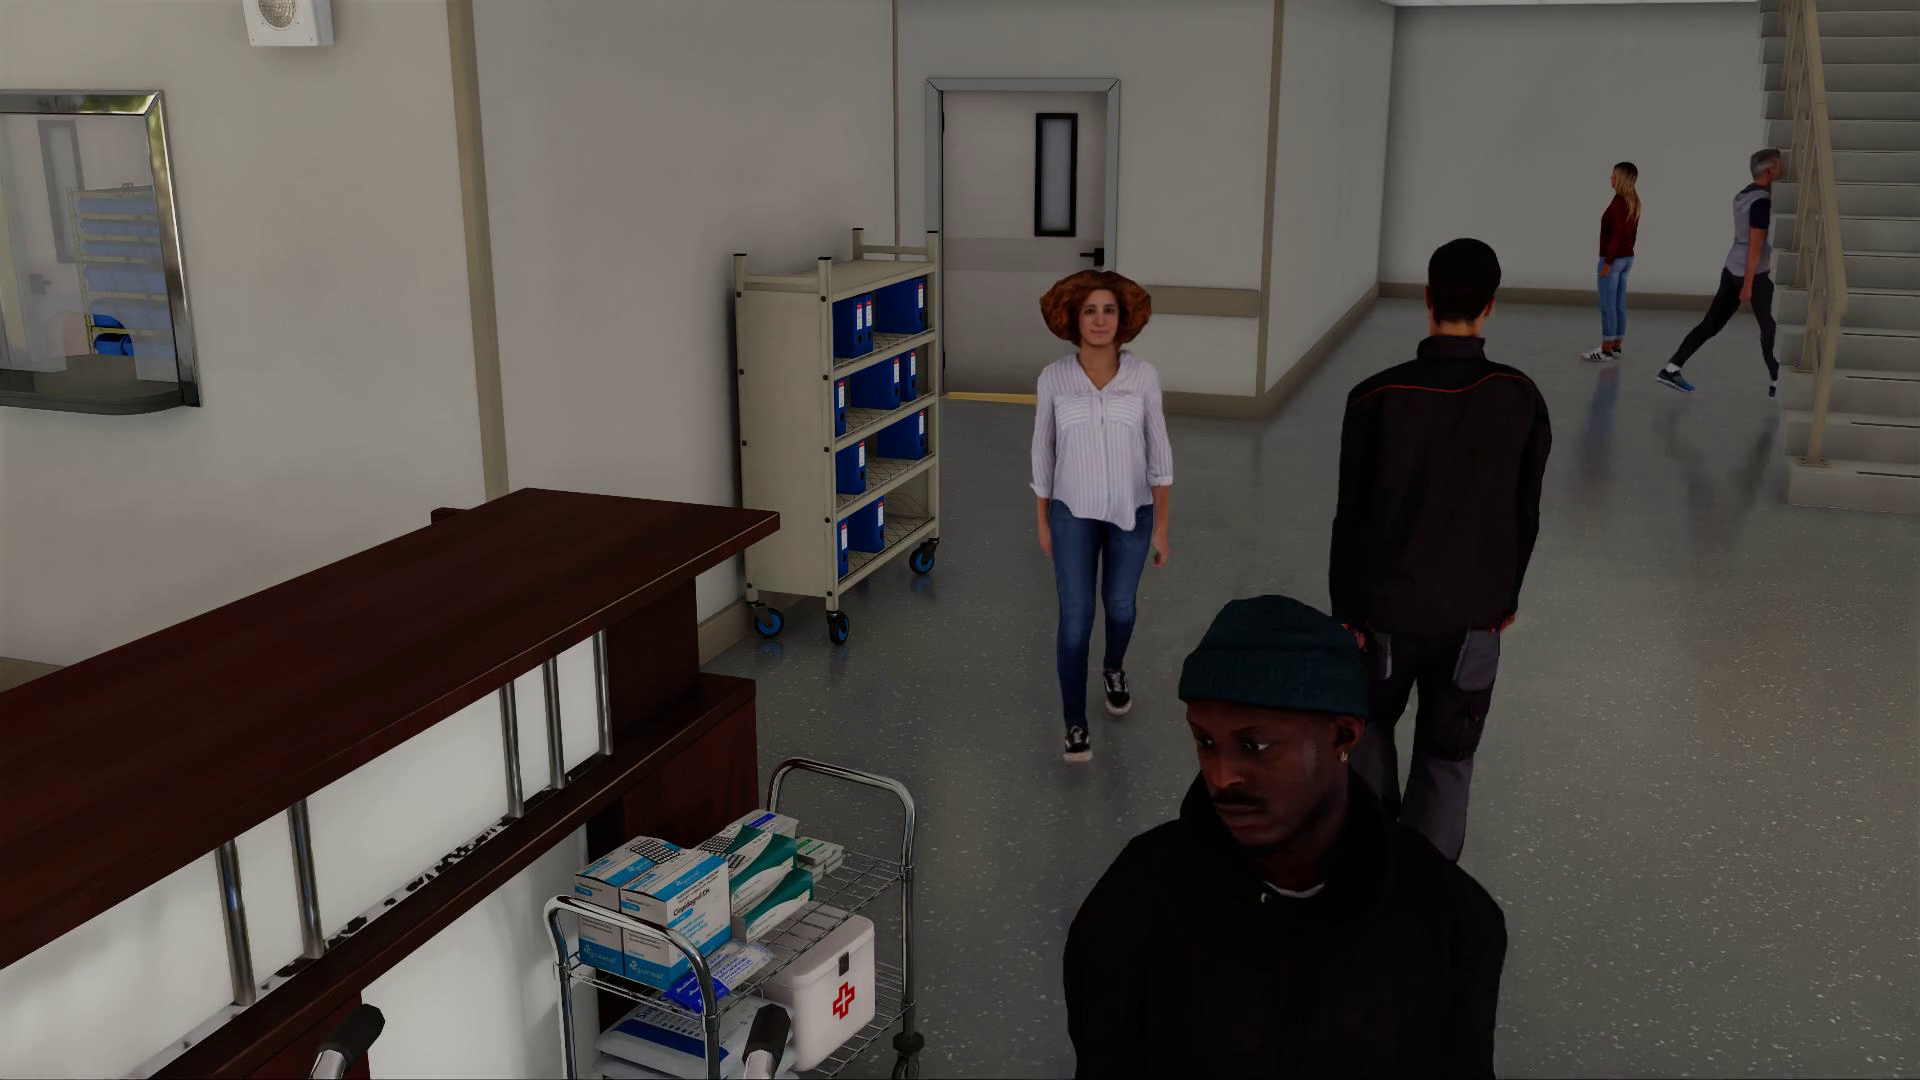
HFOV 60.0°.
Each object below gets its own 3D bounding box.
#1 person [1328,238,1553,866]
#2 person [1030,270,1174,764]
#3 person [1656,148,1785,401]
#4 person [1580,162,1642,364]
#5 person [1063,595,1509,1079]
[{"bbox_3d":[1.262,0.193,4.398,0.747,1.926,0.736,3,16,10],"label":"person"},{"bbox_3d":[0.512,-0.110,5.940,0.877,1.673,1.217,1,16,3],"label":"person"},{"bbox_3d":[5.537,-1.860,11.954,1.006,1.777,1.290,1,16,5],"label":"person"},{"bbox_3d":[5.448,-2.313,13.825,0.736,1.635,0.597,14,21,40],"label":"person"},{"bbox_3d":[0.380,0.911,2.127,0.954,1.777,1.261,0,16,-2],"label":"person"}]
